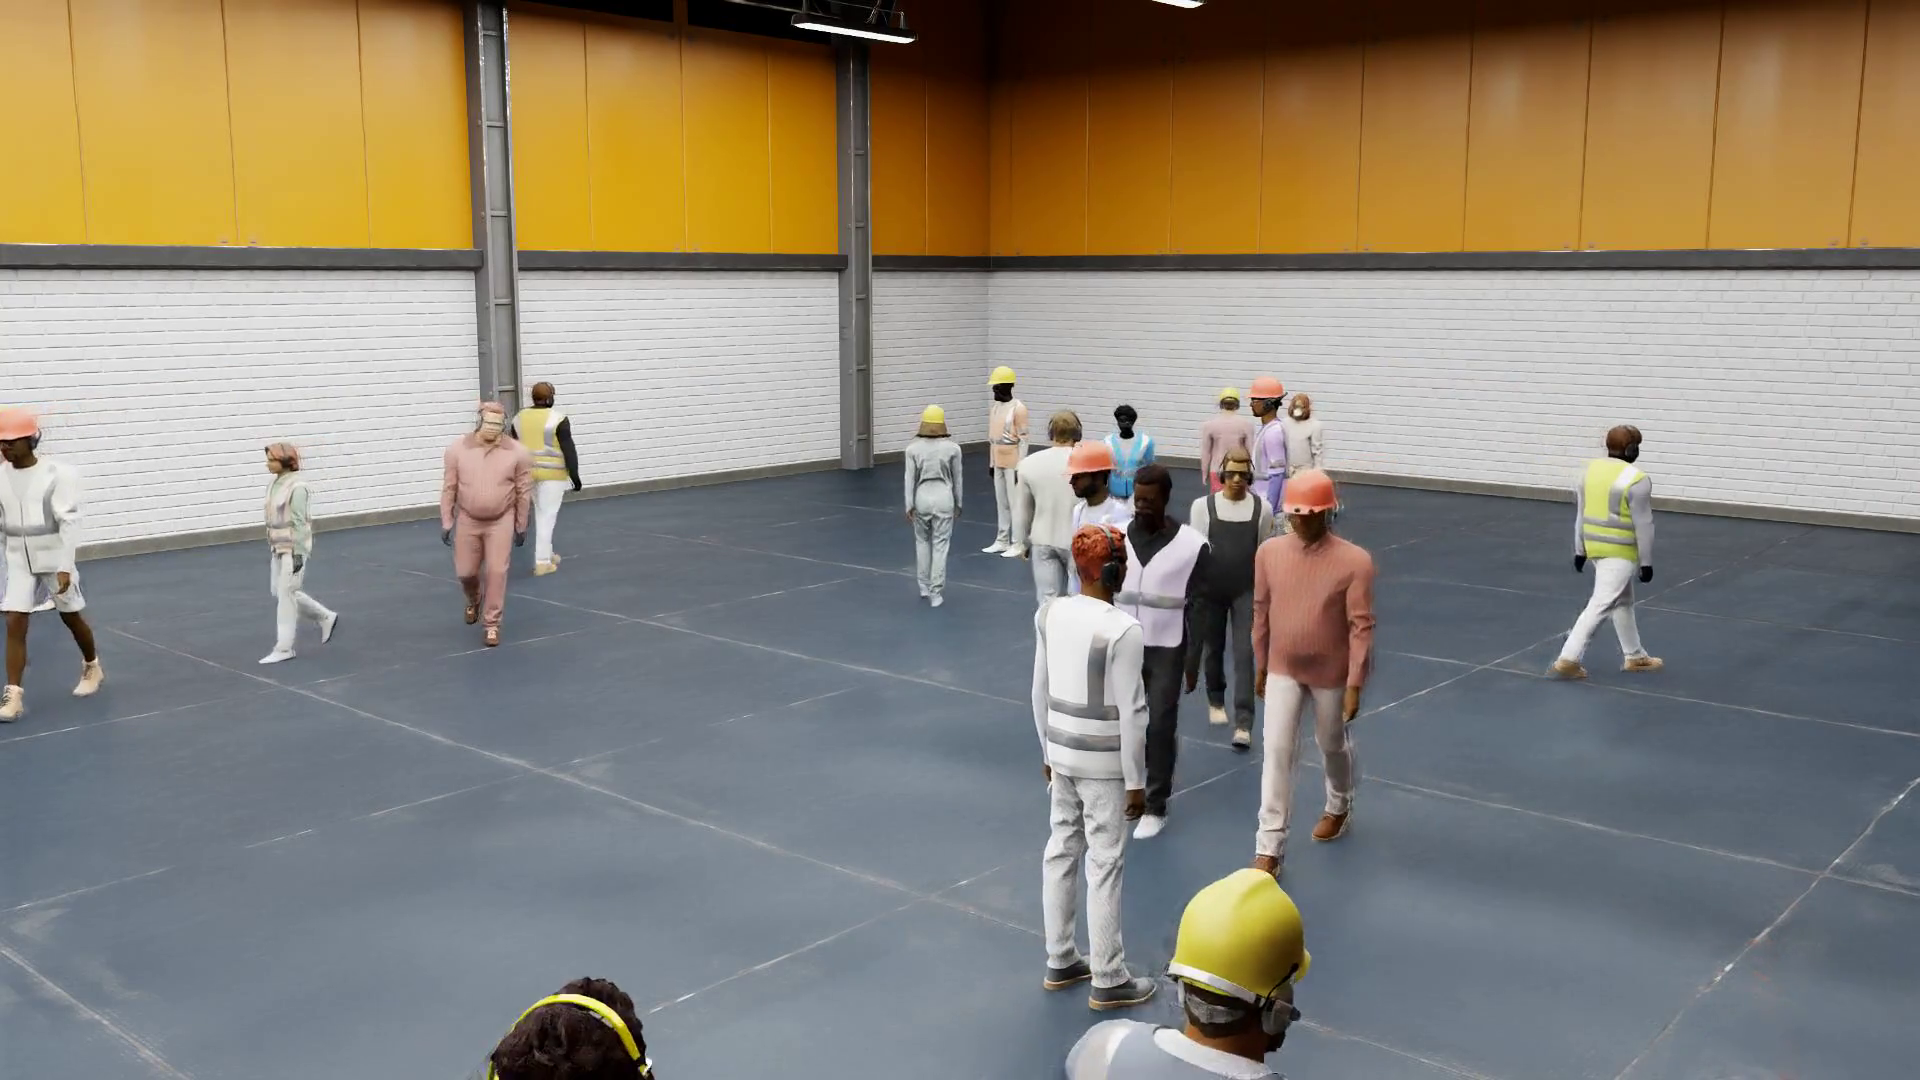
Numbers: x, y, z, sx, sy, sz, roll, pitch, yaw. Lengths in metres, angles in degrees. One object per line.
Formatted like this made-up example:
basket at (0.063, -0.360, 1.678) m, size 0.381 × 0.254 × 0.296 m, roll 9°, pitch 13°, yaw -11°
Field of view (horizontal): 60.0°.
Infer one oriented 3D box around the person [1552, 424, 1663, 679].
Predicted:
person at (4.595, 0.081, 11.705) m, size 0.964 × 1.801 × 0.634 m, roll -2°, pitch 9°, yaw -15°

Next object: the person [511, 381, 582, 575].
person at (-3.917, -0.608, 15.946) m, size 0.621 × 1.820 × 0.760 m, roll 4°, pitch 10°, yaw 23°

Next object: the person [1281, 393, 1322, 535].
person at (3.524, -0.726, 17.345) m, size 0.526 × 1.606 × 0.502 m, roll 7°, pitch 11°, yaw 37°

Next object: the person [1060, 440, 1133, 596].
person at (0.751, 0.393, 9.367) m, size 0.424 × 1.918 × 0.554 m, roll -4°, pitch 10°, yaw -25°

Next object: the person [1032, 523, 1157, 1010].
person at (0.516, 0.872, 6.479) m, size 0.359 × 1.882 × 0.575 m, roll -7°, pitch 11°, yaw -37°

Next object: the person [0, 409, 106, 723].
person at (-5.990, 0.128, 10.843) m, size 0.614 × 1.997 × 1.012 m, roll 0°, pitch 9°, yaw -1°

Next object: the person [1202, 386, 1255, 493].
person at (2.698, -0.680, 16.694) m, size 0.525 × 1.731 × 0.838 m, roll 0°, pitch 9°, yaw 2°

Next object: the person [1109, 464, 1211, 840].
person at (1.002, 0.543, 8.504) m, size 0.591 × 1.901 × 0.563 m, roll 5°, pitch 10°, yaw 29°

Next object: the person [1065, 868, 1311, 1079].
person at (0.402, 1.475, 2.961) m, size 0.598 × 1.805 × 0.838 m, roll 7°, pitch 11°, yaw 37°

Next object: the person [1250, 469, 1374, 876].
person at (1.686, 0.605, 7.999) m, size 0.614 × 1.938 × 1.068 m, roll 5°, pitch 10°, yaw 28°

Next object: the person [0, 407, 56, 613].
person at (-7.900, -0.232, 13.830) m, size 0.543 × 1.732 × 0.798 m, roll 7°, pitch 12°, yaw 39°

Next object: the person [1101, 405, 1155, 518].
person at (1.595, -0.497, 15.882) m, size 0.534 × 1.630 × 0.921 m, roll 2°, pitch 9°, yaw 13°

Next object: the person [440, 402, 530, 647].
person at (-3.672, -0.145, 12.902) m, size 0.687 × 1.874 × 0.688 m, roll -2°, pitch 9°, yaw -13°

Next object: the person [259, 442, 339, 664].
person at (-4.925, 0.077, 12.290) m, size 0.537 × 1.622 × 0.636 m, roll 9°, pitch 13°, yaw 44°

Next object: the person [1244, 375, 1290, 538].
person at (2.441, -0.291, 13.276) m, size 0.393 × 2.044 × 0.609 m, roll 2°, pitch 9°, yaw 9°

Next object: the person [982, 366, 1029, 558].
person at (0.461, -0.786, 16.751) m, size 0.388 × 1.926 × 0.590 m, roll -5°, pitch 10°, yaw -30°

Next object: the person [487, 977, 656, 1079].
person at (-0.569, 1.541, 2.360) m, size 0.541 × 1.855 × 0.460 m, roll 1°, pitch 9°, yaw 7°

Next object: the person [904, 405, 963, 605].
person at (-0.216, -0.314, 14.444) m, size 0.493 × 1.726 × 0.628 m, roll 1°, pitch 9°, yaw 6°

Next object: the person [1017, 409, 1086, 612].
person at (0.727, 0.037, 11.638) m, size 0.653 × 1.902 × 0.904 m, roll 2°, pitch 9°, yaw 14°

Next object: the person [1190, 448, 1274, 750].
person at (1.647, 0.330, 10.169) m, size 0.512 × 1.801 × 0.956 m, roll 1°, pitch 9°, yaw 6°
